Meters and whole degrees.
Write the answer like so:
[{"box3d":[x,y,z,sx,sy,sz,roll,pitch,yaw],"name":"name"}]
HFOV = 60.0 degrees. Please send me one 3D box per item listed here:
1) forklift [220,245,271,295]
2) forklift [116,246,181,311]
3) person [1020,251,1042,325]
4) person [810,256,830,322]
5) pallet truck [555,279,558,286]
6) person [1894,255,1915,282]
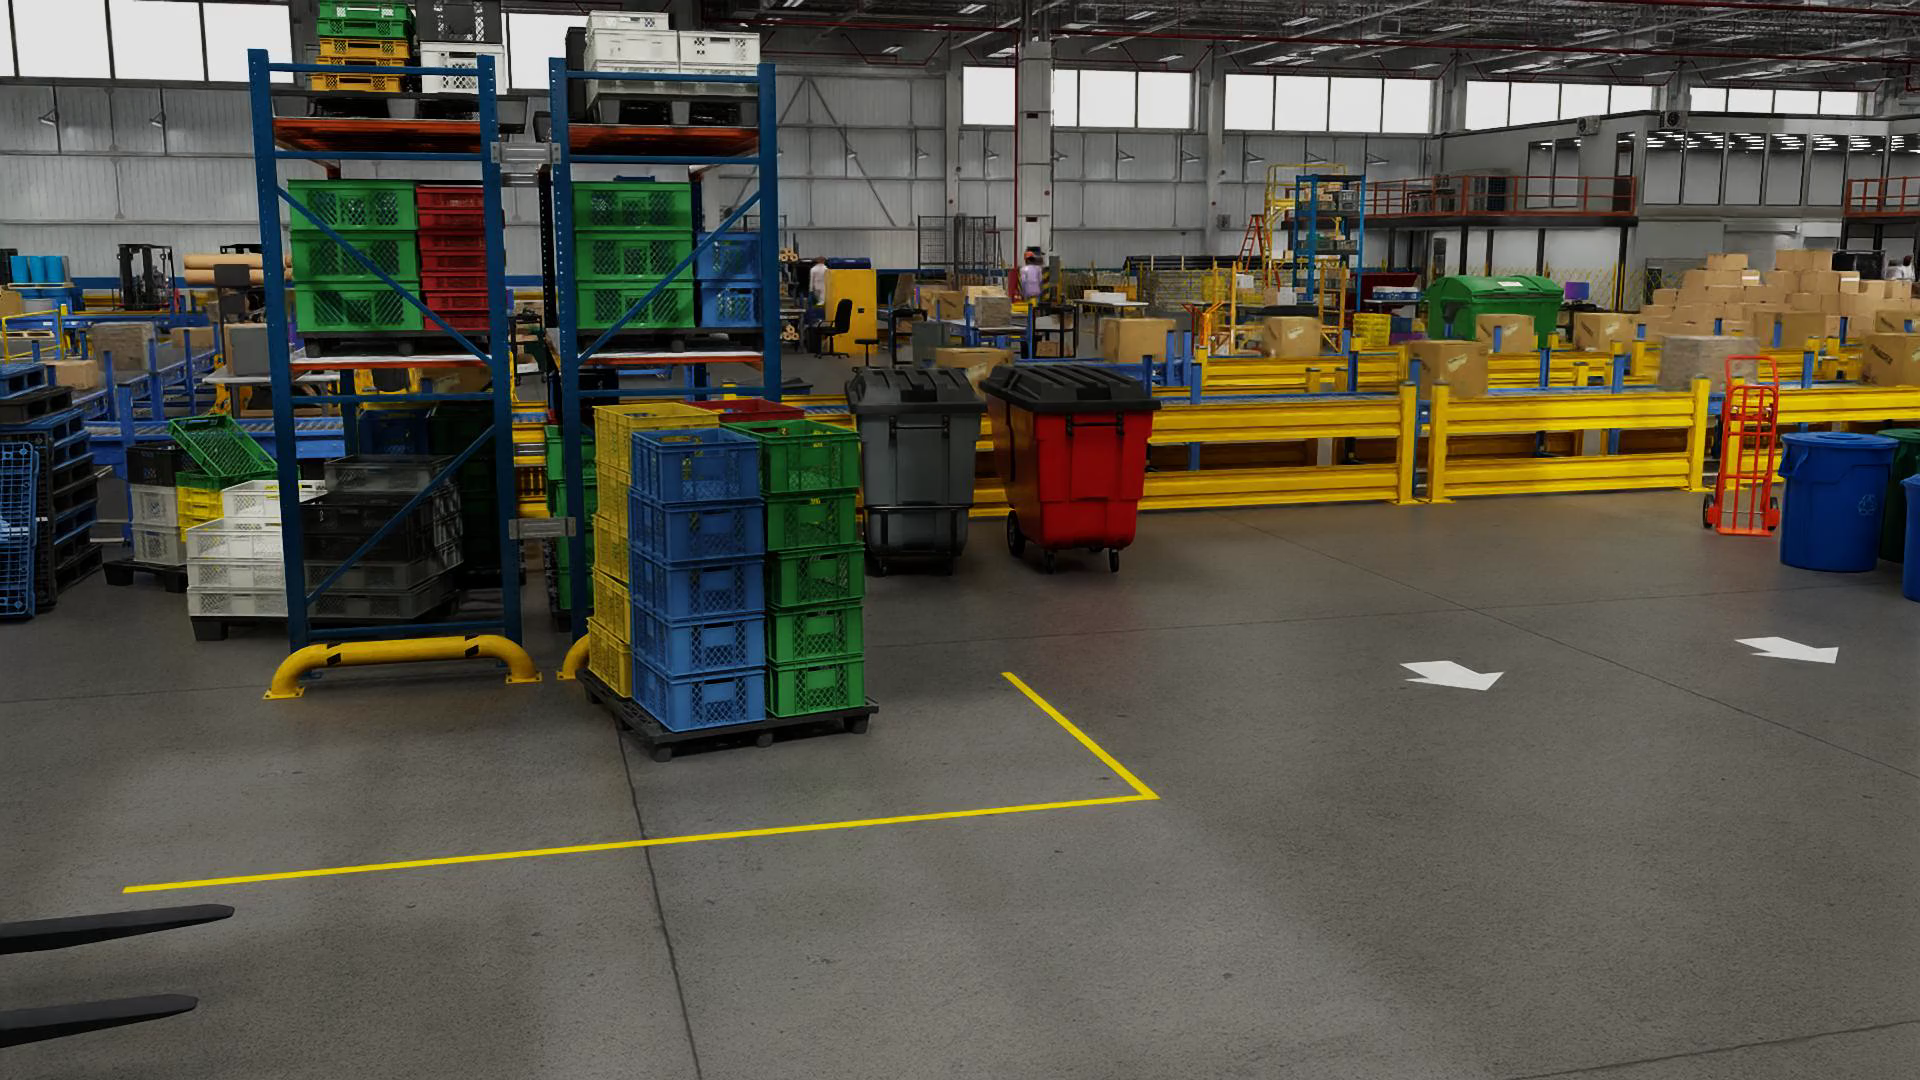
[{"box3d":[-17.749,-6.334,41.440,1.157,1.987,2.680,-3,10,-17],"name":"forklift"},{"box3d":[-19.966,-6.232,40.894,1.157,1.987,2.680,-3,10,-15],"name":"forklift"},{"box3d":[1.723,-6.000,40.365,0.622,2.019,0.515,-5,11,-26],"name":"person"},{"box3d":[-3.939,-7.124,47.234,0.657,1.853,1.027,4,11,19],"name":"person"},{"box3d":[-10.604,-6.375,44.520,0.653,1.274,1.630,-3,10,-15],"name":"pallet truck"},{"box3d":[28.296,-7.585,49.801,0.575,1.865,0.477,-2,10,-10],"name":"person"}]
